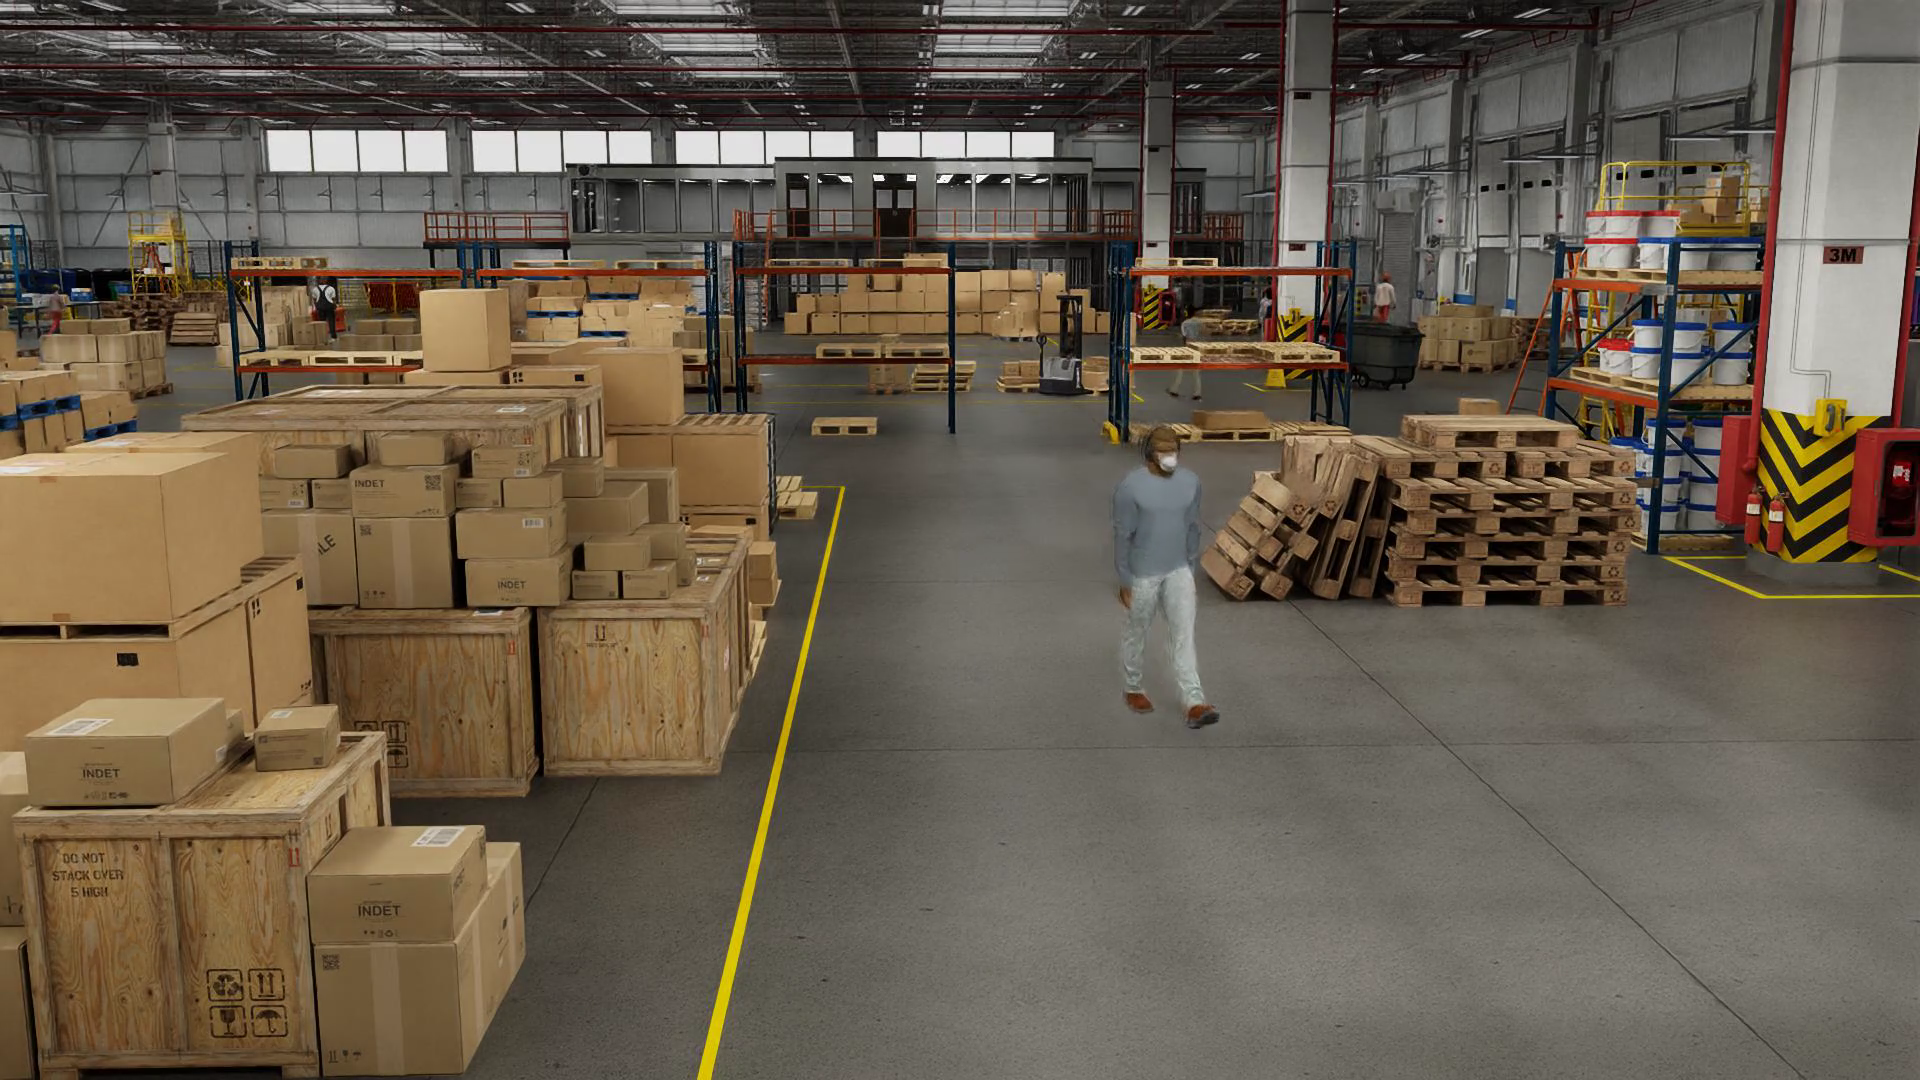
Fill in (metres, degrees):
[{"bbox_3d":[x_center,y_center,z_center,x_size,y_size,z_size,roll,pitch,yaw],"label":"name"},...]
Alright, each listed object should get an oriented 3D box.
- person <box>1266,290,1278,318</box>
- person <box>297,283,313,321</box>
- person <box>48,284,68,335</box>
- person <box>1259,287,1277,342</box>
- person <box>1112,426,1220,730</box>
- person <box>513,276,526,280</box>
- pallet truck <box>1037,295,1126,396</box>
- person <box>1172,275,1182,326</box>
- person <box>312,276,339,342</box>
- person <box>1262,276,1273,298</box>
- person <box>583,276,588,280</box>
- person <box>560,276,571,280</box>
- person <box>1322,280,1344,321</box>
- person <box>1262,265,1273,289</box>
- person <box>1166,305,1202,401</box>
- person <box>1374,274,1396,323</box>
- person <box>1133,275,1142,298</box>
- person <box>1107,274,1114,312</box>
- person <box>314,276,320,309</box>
[{"bbox_3d":[7.274,-4.742,37.992,0.635,1.959,0.984,5,11,26],"label":"person"},{"bbox_3d":[-17.911,-6.006,45.144,0.634,1.916,0.802,5,11,25],"label":"person"},{"bbox_3d":[-28.180,-7.118,51.928,0.541,1.699,0.945,6,12,30],"label":"person"},{"bbox_3d":[8.140,-5.727,43.783,0.634,1.841,0.429,8,13,37],"label":"person"},{"bbox_3d":[1.275,0.238,10.411,0.660,1.886,1.006,-4,11,-19],"label":"person"},{"bbox_3d":[-17.657,-9.879,66.695,0.552,1.923,0.470,-2,10,-13],"label":"person"},{"bbox_3d":[2.483,-3.881,33.060,1.885,1.965,0.823,-7,13,-36],"label":"pallet truck"},{"bbox_3d":[7.857,-8.690,60.081,0.401,1.920,0.546,-6,12,-31],"label":"person"},{"bbox_3d":[-19.294,-7.057,50.633,0.675,2.000,0.537,0,10,-1],"label":"person"},{"bbox_3d":[12.053,-9.423,64.810,0.570,1.689,0.326,0,10,-2],"label":"person"},{"bbox_3d":[-13.306,-8.550,59.091,1.020,2.005,0.604,8,13,39],"label":"person"},{"bbox_3d":[-17.964,-11.537,75.946,0.628,1.917,0.425,-9,13,-40],"label":"person"},{"bbox_3d":[11.065,-6.752,49.294,0.632,1.903,0.590,5,11,24],"label":"person"},{"bbox_3d":[14.466,-11.959,78.208,0.605,1.944,0.402,-7,12,-34],"label":"person"},{"bbox_3d":[4.382,-3.605,32.025,0.519,1.820,0.968,-5,11,-27],"label":"person"},{"bbox_3d":[14.093,-7.797,54.979,0.650,1.952,0.942,7,12,33],"label":"person"},{"bbox_3d":[6.952,-9.567,65.333,0.996,1.781,0.633,-9,13,-40],"label":"person"},{"bbox_3d":[5.934,-9.694,66.089,0.534,1.767,0.319,-7,12,-32],"label":"person"},{"bbox_3d":[-27.334,-10.660,71.290,1.005,1.823,0.588,-7,12,-35],"label":"person"}]
